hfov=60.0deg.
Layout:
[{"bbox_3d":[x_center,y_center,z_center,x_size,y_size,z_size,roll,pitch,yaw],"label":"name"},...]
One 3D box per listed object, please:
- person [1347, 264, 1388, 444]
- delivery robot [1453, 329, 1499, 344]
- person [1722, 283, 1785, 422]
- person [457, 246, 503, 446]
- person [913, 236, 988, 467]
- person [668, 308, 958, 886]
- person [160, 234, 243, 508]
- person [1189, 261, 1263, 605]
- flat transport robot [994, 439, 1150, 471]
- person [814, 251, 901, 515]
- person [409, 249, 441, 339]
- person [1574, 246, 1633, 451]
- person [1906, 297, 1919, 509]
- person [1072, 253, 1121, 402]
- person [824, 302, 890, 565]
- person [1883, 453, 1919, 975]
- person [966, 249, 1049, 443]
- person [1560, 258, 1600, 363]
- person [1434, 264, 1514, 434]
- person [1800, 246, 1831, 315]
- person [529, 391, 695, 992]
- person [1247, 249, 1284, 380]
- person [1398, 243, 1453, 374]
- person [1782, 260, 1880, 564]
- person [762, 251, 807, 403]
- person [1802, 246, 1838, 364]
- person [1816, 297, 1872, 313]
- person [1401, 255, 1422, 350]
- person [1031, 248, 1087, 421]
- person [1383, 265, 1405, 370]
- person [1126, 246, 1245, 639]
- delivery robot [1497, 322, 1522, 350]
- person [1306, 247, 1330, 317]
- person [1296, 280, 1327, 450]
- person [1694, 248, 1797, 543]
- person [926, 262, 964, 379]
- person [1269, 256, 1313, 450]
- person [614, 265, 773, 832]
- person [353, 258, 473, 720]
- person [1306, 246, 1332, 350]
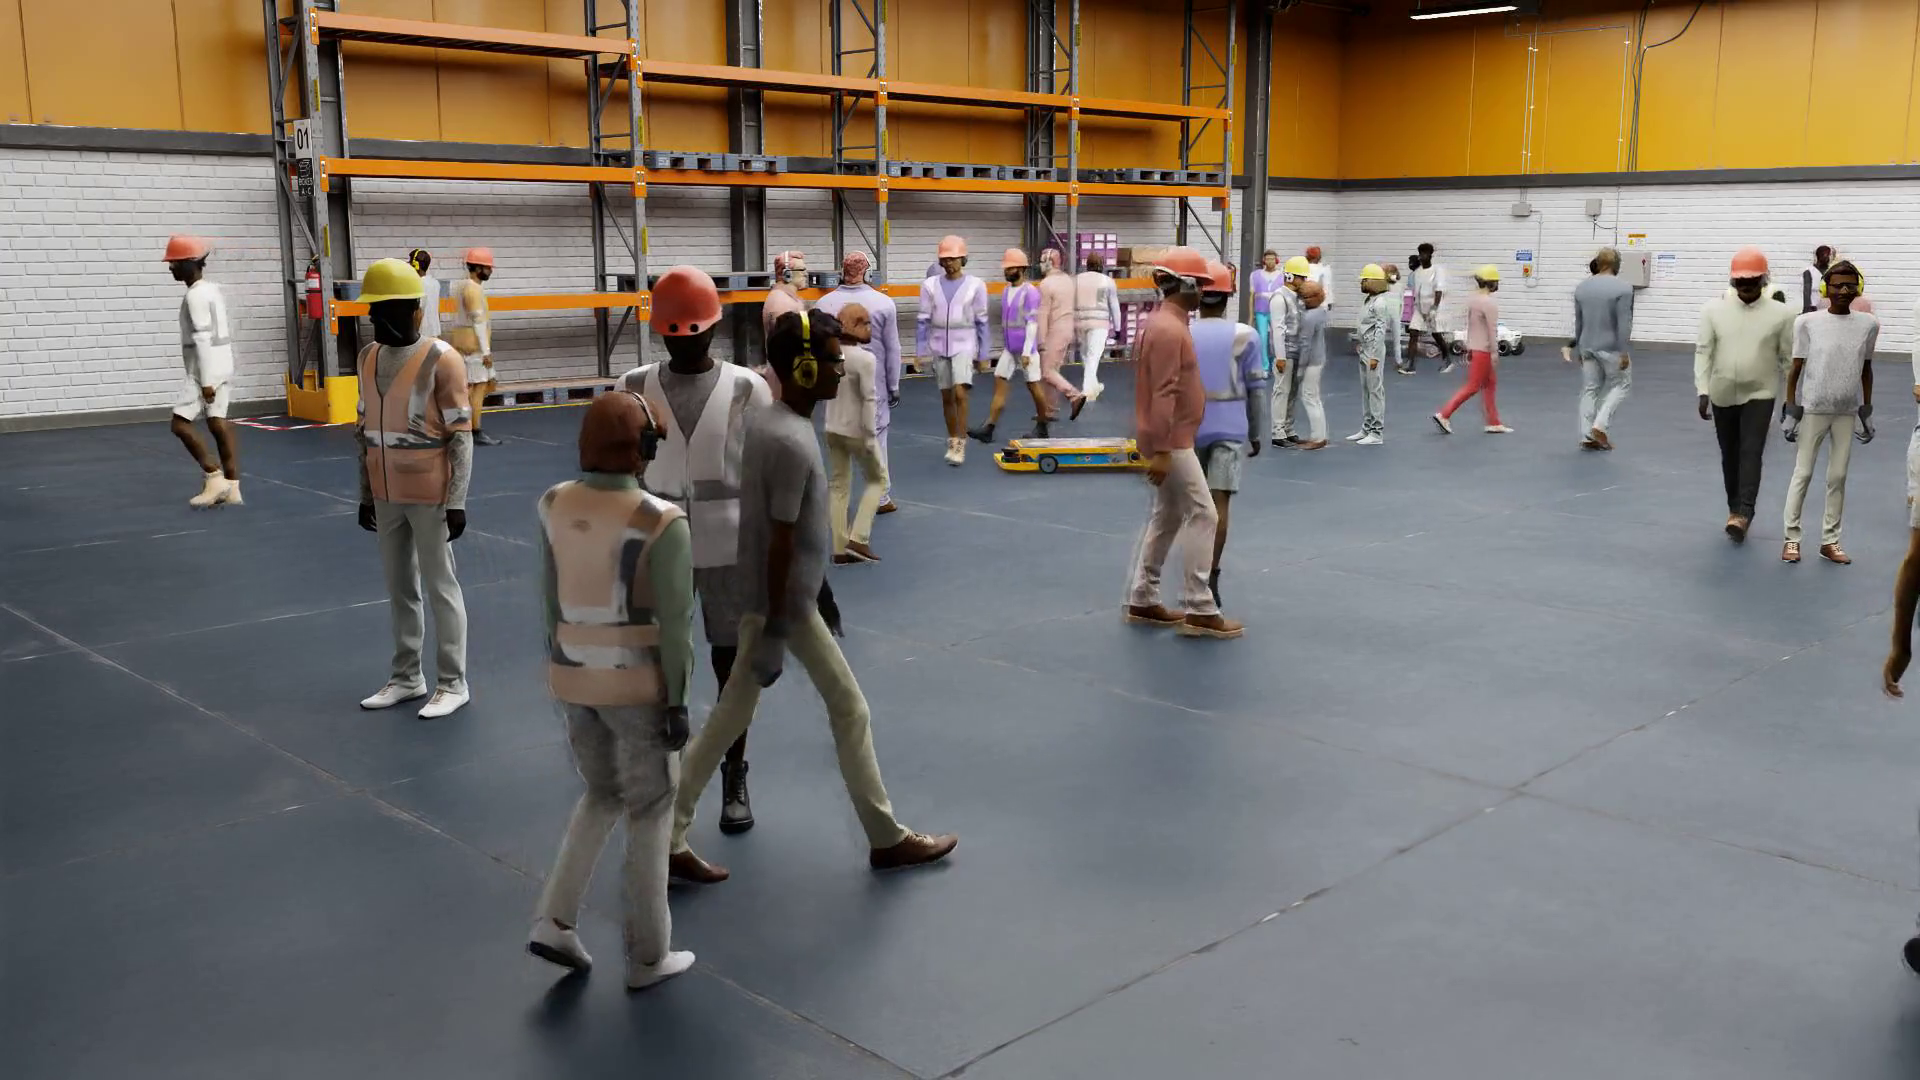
[{"bbox_3d":[3.986,-1.806,16.202,0.295,1.744,0.491,0,10,-2],"label":"person"},{"bbox_3d":[8.642,-3.393,27.844,0.707,0.478,0.477,6,12,31],"label":"delivery robot"},{"bbox_3d":[7.983,-1.943,16.799,0.628,1.811,0.830,9,14,42],"label":"person"},{"bbox_3d":[-4.616,-1.842,15.928,0.457,1.915,0.543,-3,11,-15],"label":"person"},{"bbox_3d":[-0.102,-1.655,14.656,0.618,2.010,0.866,3,11,18],"label":"person"},{"bbox_3d":[-0.546,0.194,5.141,1.022,1.814,0.503,-4,11,-23],"label":"person"},{"bbox_3d":[-5.612,-1.230,12.307,0.492,2.027,0.631,-2,11,-10],"label":"person"},{"bbox_3d":[1.399,-0.608,9.310,0.545,1.889,1.033,3,11,17],"label":"person"},{"bbox_3d":[1.041,-0.753,14.477,1.431,0.197,0.652,-1,10,-5],"label":"flat transport robot"},{"bbox_3d":[-0.733,-1.133,12.087,0.639,1.911,0.406,2,11,10],"label":"person"},{"bbox_3d":[-5.753,-2.172,17.853,0.329,1.873,0.514,2,11,11],"label":"person"},{"bbox_3d":[6.006,-1.773,15.521,0.415,1.923,0.647,-6,12,-29],"label":"person"},{"bbox_3d":[7.263,-1.167,12.191,0.631,1.939,0.372,-2,11,-12],"label":"person"},{"bbox_3d":[1.678,-2.617,20.485,0.658,1.793,0.939,6,12,29],"label":"person"},{"bbox_3d":[-0.651,-0.639,10.186,0.501,1.620,0.356,9,14,42],"label":"person"},{"bbox_3d":[2.769,0.306,4.503,0.738,1.816,0.548,-8,13,-38],"label":"person"},{"bbox_3d":[0.516,-1.876,16.195,0.975,1.879,0.565,-8,13,-36],"label":"person"},{"bbox_3d":[9.617,-3.475,25.535,0.566,1.665,0.542,9,14,40],"label":"person"},{"bbox_3d":[5.258,-1.937,16.919,0.837,1.736,0.527,0,10,-2],"label":"person"},{"bbox_3d":[13.025,-3.532,25.297,0.612,1.864,1.025,-4,11,-22],"label":"person"},{"bbox_3d":[-0.947,0.414,4.461,0.529,1.620,0.423,6,12,30],"label":"person"},{"bbox_3d":[4.333,-3.170,23.396,0.569,1.829,0.437,2,11,10],"label":"person"},{"bbox_3d":[6.894,-3.396,24.416,1.004,1.927,0.626,-7,13,-35],"label":"person"},{"bbox_3d":[5.374,-0.780,10.267,0.538,1.869,0.312,2,11,9],"label":"person"},{"bbox_3d":[-1.230,-1.151,12.184,0.407,1.910,0.639,-2,11,-10],"label":"person"},{"bbox_3d":[13.479,-3.631,25.864,1.009,1.860,0.653,2,11,9],"label":"person"},{"bbox_3d":[9.078,-1.963,17.130,0.527,1.726,0.823,8,13,37],"label":"person"},{"bbox_3d":[7.938,-4.186,29.359,0.633,1.673,0.547,-1,10,-4],"label":"person"},{"bbox_3d":[1.065,-2.188,17.909,0.680,1.885,0.650,7,12,33],"label":"person"},{"bbox_3d":[6.501,-3.385,25.265,0.500,1.584,0.882,-2,11,-10],"label":"person"},{"bbox_3d":[1.179,-0.494,8.453,0.702,1.955,0.668,1,10,6],"label":"person"},{"bbox_3d":[9.102,-3.439,28.098,0.477,0.478,0.707,-9,14,-40],"label":"delivery robot"},{"bbox_3d":[5.645,-3.797,26.832,0.594,1.845,0.985,2,11,11],"label":"person"},{"bbox_3d":[3.324,-1.648,15.726,0.304,1.610,0.600,4,11,22],"label":"person"},{"bbox_3d":[5.216,-0.967,11.102,0.605,1.925,1.071,7,13,34],"label":"person"},{"bbox_3d":[-0.179,-3.199,23.283,0.627,1.934,0.370,8,13,36],"label":"person"},{"bbox_3d":[3.158,-1.781,15.846,0.403,1.826,0.586,6,12,31],"label":"person"},{"bbox_3d":[-0.893,0.048,5.591,0.550,1.925,0.384,0,10,-1],"label":"person"},{"bbox_3d":[-2.318,-0.210,6.996,0.594,1.925,0.370,5,12,27],"label":"person"},{"bbox_3d":[6.124,-4.166,28.896,1.028,1.817,0.632,-10,14,-43],"label":"person"}]
